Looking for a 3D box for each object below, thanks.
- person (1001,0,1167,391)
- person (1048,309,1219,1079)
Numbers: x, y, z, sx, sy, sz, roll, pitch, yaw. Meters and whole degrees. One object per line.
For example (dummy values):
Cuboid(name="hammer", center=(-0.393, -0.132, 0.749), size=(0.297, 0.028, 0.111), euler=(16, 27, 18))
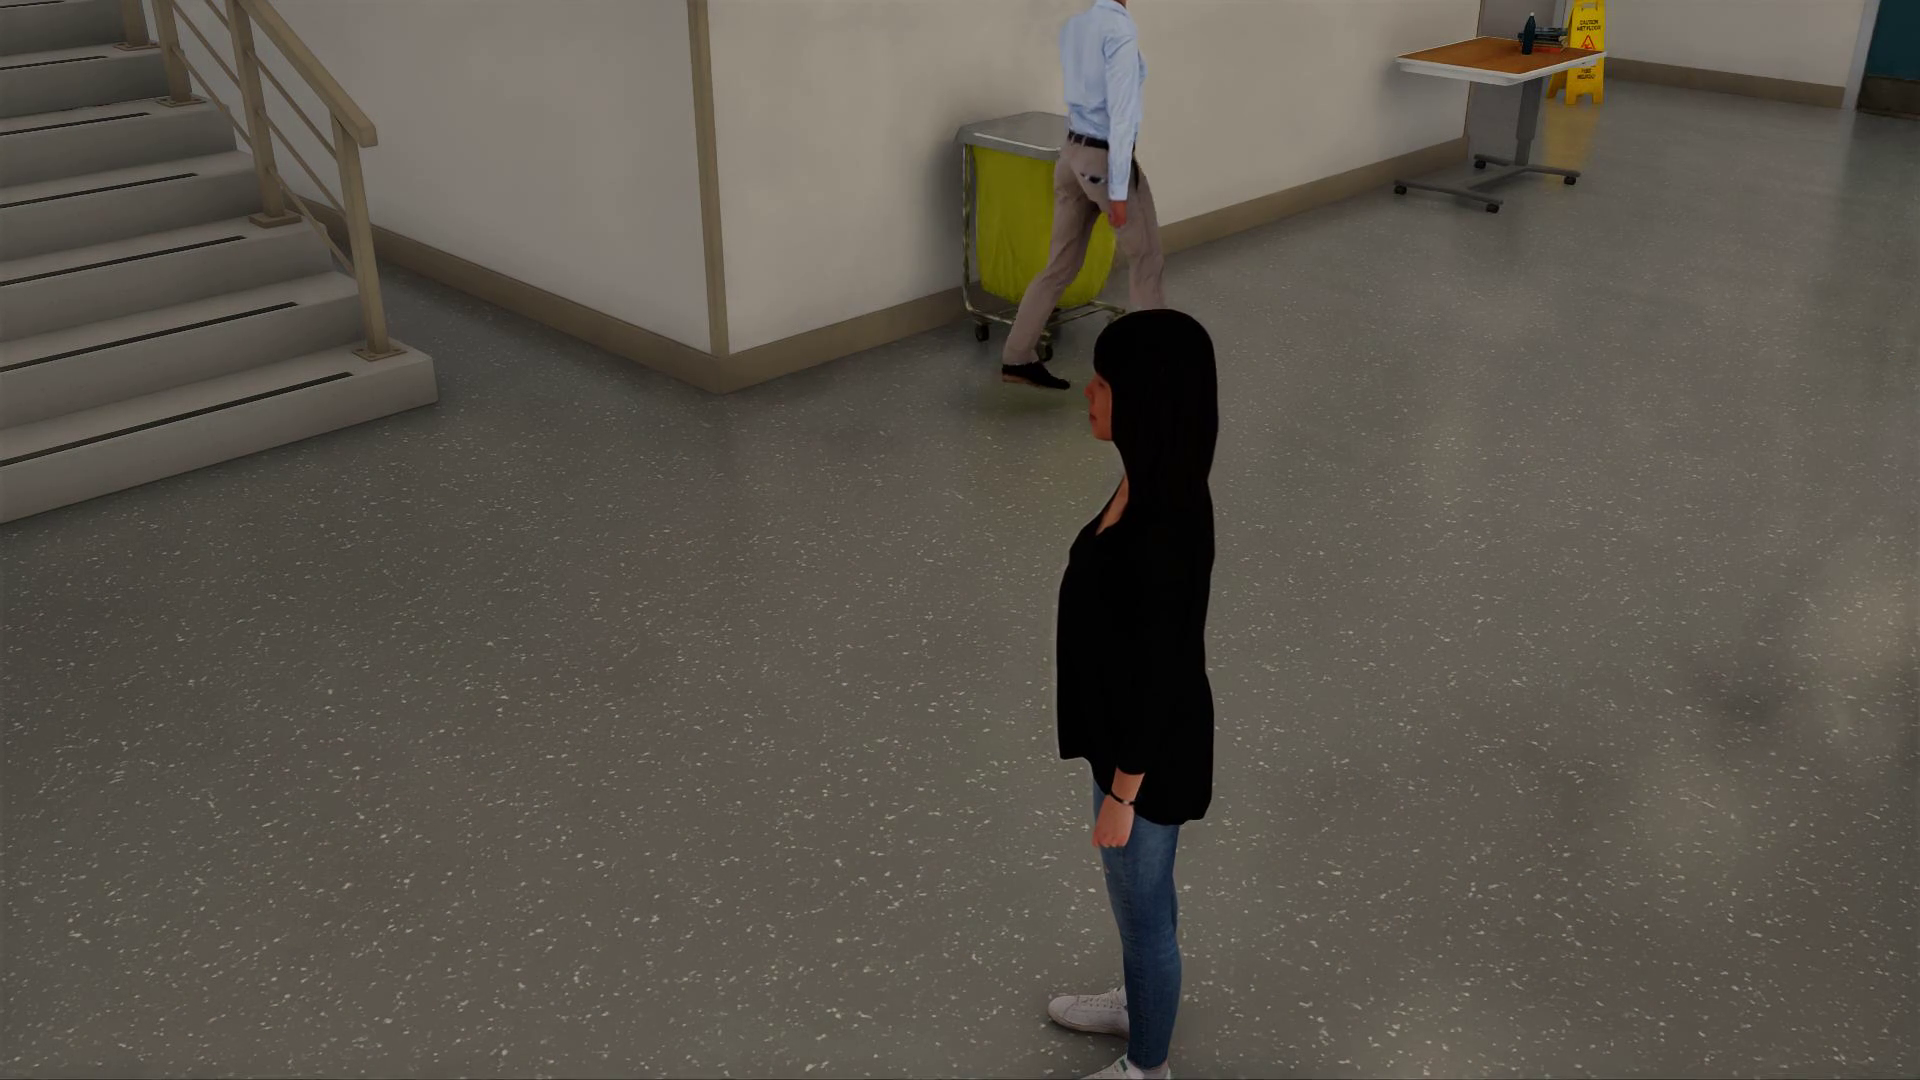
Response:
Cuboid(name="person", center=(0.486, -1.426, 6.629), size=(0.903, 1.794, 1.232), euler=(-14, 29, -27))
Cuboid(name="person", center=(0.343, 0.359, 3.098), size=(0.691, 1.647, 0.646), euler=(2, 26, 5))
